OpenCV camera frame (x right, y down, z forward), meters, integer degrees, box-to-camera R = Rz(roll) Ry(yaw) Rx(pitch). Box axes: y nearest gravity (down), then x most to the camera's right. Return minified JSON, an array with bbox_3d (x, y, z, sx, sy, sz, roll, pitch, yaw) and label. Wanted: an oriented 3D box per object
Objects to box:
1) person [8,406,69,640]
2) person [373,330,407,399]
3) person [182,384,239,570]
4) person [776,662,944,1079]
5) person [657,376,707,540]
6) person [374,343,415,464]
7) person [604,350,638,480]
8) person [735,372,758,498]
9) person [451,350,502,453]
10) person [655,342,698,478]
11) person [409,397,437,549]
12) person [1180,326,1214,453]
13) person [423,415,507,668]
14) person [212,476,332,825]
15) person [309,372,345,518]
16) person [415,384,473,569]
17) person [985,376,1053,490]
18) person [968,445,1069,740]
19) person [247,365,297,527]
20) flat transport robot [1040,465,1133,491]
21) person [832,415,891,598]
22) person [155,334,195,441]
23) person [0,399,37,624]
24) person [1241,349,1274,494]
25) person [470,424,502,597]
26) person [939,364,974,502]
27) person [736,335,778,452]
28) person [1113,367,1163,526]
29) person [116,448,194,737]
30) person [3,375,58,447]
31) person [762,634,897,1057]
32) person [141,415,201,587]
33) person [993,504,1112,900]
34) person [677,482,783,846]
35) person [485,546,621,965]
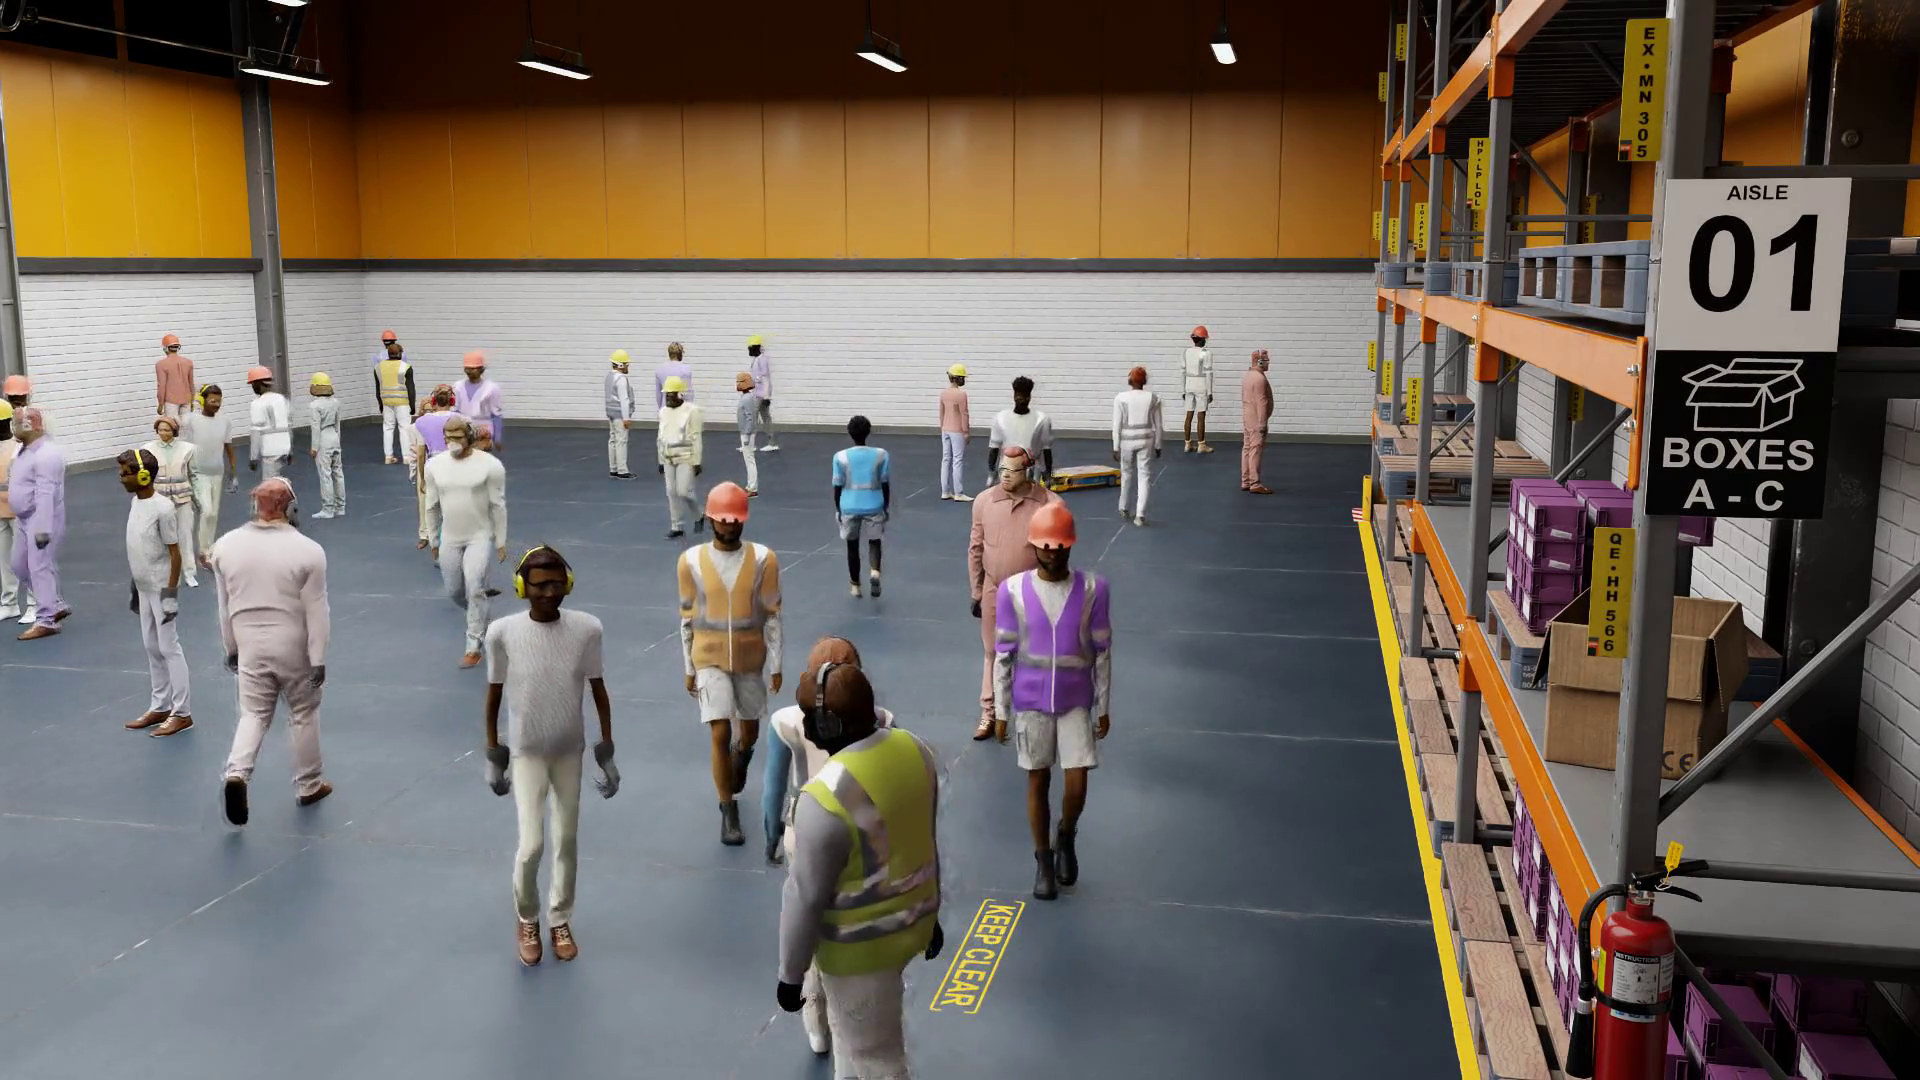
[{"bbox_3d":[-7.525,-0.144,13.544,0.685,1.890,0.452,9,13,42],"label":"person"},{"bbox_3d":[-9.527,-2.546,27.877,0.546,1.934,0.376,-3,10,-20],"label":"person"},{"bbox_3d":[-7.462,-0.624,16.579,0.629,1.835,0.544,8,12,38],"label":"person"},{"bbox_3d":[-0.391,1.264,5.290,0.763,1.808,0.640,5,11,29],"label":"person"},{"bbox_3d":[-3.081,-0.903,18.324,0.611,1.817,0.466,6,11,32],"label":"person"},{"bbox_3d":[-8.562,-2.069,25.300,0.636,1.836,0.429,2,10,9],"label":"person"},{"bbox_3d":[-4.791,-1.765,23.473,0.403,1.832,0.593,-6,11,-32],"label":"person"},{"bbox_3d":[-2.786,-1.366,21.665,0.265,1.632,0.509,-2,10,-11],"label":"person"},{"bbox_3d":[-5.810,-1.300,20.148,0.609,2.018,0.934,2,10,15],"label":"person"},{"bbox_3d":[-4.023,-1.830,23.548,0.629,1.940,0.379,6,11,31],"label":"person"},{"bbox_3d":[-5.618,-0.710,17.754,0.506,1.628,0.277,0,9,2],"label":"person"},{"bbox_3d":[3.832,-2.420,26.784,0.391,2.045,0.608,-9,13,-42],"label":"person"},{"bbox_3d":[-3.758,-0.020,12.750,0.628,1.912,0.777,0,9,3],"label":"person"},{"bbox_3d":[-3.756,0.598,9.088,0.647,1.885,0.775,0,9,2],"label":"person"},{"bbox_3d":[-7.627,-1.138,19.966,0.295,1.744,0.487,3,10,16],"label":"person"},{"bbox_3d":[-5.111,-0.628,16.580,0.563,1.848,0.389,-3,10,-16],"label":"person"},{"bbox_3d":[0.583,-0.646,16.392,0.633,1.943,0.482,2,10,11],"label":"person"},{"bbox_3d":[0.360,0.343,10.565,0.642,1.905,0.401,2,10,13],"label":"person"},{"bbox_3d":[-7.690,-0.990,18.558,0.485,1.908,0.574,1,10,7],"label":"person"},{"bbox_3d":[1.625,-0.854,22.681,1.431,0.197,0.652,-7,12,-38],"label":"flat transport robot"},{"bbox_3d":[-0.882,-0.282,14.960,0.545,1.684,0.545,-1,10,-8],"label":"person"},{"bbox_3d":[-11.722,-2.075,24.853,0.382,1.995,0.612,5,11,28],"label":"person"},{"bbox_3d":[-8.024,-0.242,14.041,0.584,1.919,0.382,2,10,15],"label":"person"},{"bbox_3d":[3.956,-1.571,22.077,0.402,1.911,0.638,-1,10,-8],"label":"person"},{"bbox_3d":[-4.366,-0.230,14.902,0.501,1.610,0.666,5,11,28],"label":"person"},{"bbox_3d":[-0.052,-1.371,21.320,0.329,1.763,0.523,-7,12,-38],"label":"person"},{"bbox_3d":[-3.324,-2.358,26.864,0.848,1.889,0.612,-3,10,-17],"label":"person"},{"bbox_3d":[2.083,-1.122,19.593,0.606,1.828,0.996,0,9,-2],"label":"person"},{"bbox_3d":[-5.208,0.336,10.727,0.518,1.865,0.330,7,12,38],"label":"person"},{"bbox_3d":[-9.075,-0.599,16.061,0.643,1.966,0.796,-3,10,-19],"label":"person"},{"bbox_3d":[-0.484,1.175,6.394,0.551,1.622,0.357,-1,9,-6],"label":"person"},{"bbox_3d":[-7.381,-0.355,15.566,0.512,1.638,0.312,-5,11,-27],"label":"person"},{"bbox_3d":[0.437,0.774,7.916,0.569,1.919,0.404,0,9,3],"label":"person"},{"bbox_3d":[-1.238,0.612,8.971,0.547,1.909,0.836,-2,10,-11],"label":"person"},{"bbox_3d":[-1.762,0.930,7.189,0.529,1.853,0.465,-5,10,-26],"label":"person"}]
